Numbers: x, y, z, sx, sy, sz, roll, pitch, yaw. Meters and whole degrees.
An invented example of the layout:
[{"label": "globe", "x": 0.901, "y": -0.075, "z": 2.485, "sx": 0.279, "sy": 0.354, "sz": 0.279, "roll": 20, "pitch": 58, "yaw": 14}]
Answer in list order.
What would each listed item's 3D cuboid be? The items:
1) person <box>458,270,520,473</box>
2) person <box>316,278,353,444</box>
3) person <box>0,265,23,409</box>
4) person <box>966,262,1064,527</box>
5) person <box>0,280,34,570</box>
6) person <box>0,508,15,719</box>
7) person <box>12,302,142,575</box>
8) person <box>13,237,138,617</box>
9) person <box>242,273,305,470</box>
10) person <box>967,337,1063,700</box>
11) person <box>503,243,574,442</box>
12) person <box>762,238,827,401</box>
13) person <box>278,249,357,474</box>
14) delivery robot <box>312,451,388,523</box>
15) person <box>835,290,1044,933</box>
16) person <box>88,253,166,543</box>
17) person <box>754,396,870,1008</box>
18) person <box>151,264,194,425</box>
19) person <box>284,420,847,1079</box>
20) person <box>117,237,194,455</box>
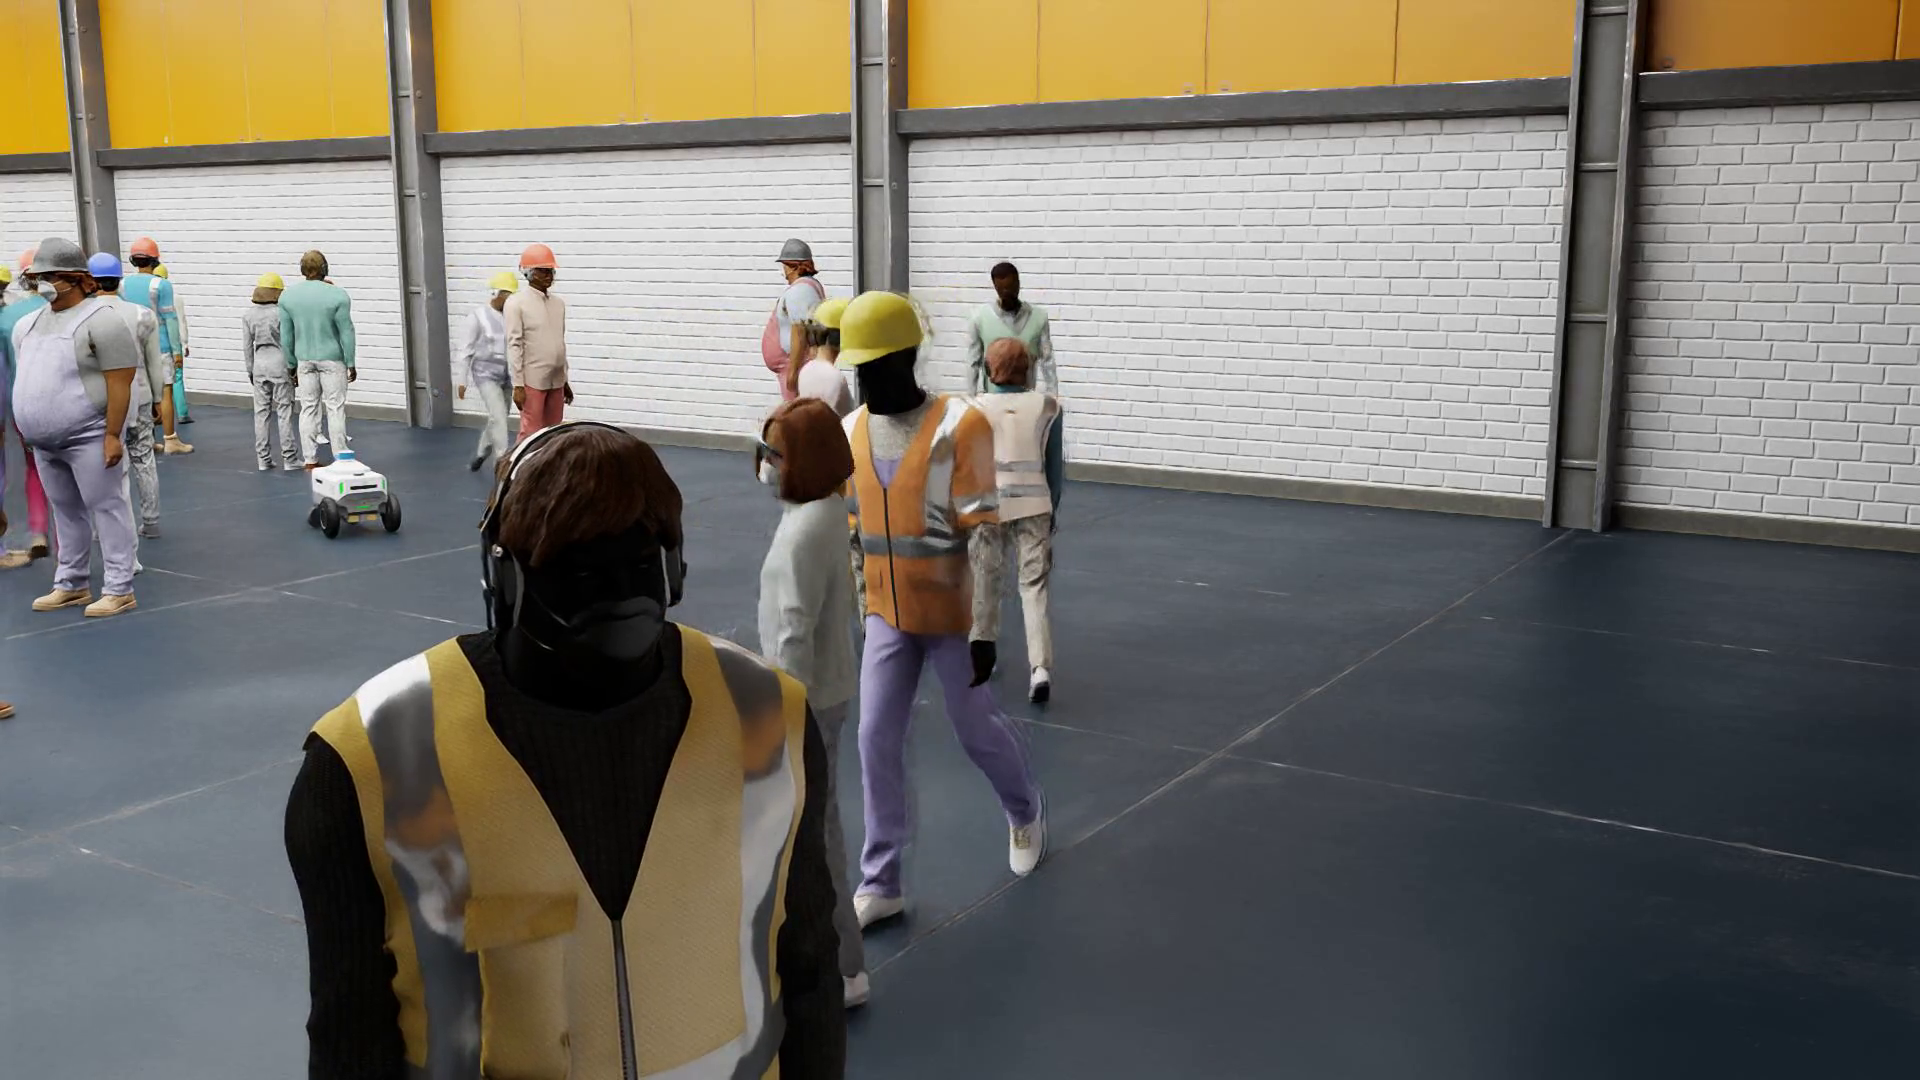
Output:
[{"label": "person", "x": -3.971, "y": -1.395, "z": 14.098, "sx": 0.827, "sy": 1.787, "sz": 0.627, "roll": 8, "pitch": 13, "yaw": 38}, {"label": "person", "x": -6.350, "y": -1.787, "z": 16.634, "sx": 0.307, "sy": 1.644, "sz": 0.514, "roll": 5, "pitch": 11, "yaw": 24}, {"label": "person", "x": -11.598, "y": -2.459, "z": 20.138, "sx": 0.509, "sy": 1.720, "sz": 0.758, "roll": -6, "pitch": 12, "yaw": -31}, {"label": "person", "x": 0.379, "y": -0.950, "z": 11.367, "sx": 0.595, "sy": 1.863, "sz": 0.985, "roll": -5, "pitch": 11, "yaw": -25}, {"label": "person", "x": -5.970, "y": -0.721, "z": 10.214, "sx": 0.358, "sy": 1.835, "sz": 0.516, "roll": -8, "pitch": 13, "yaw": -38}, {"label": "person", "x": -4.230, "y": -0.143, "z": 6.859, "sx": 0.346, "sy": 1.882, "sz": 0.578, "roll": 5, "pitch": 11, "yaw": 24}, {"label": "person", "x": -5.221, "y": -0.701, "z": 9.881, "sx": 0.638, "sy": 1.911, "sz": 0.402, "roll": -6, "pitch": 12, "yaw": -28}, {"label": "person", "x": -4.797, "y": -0.602, "z": 8.968, "sx": 0.679, "sy": 2.000, "sz": 0.537, "roll": 4, "pitch": 11, "yaw": 23}, {"label": "person", "x": -6.054, "y": -1.483, "z": 14.696, "sx": 0.492, "sy": 1.733, "sz": 0.325, "roll": 2, "pitch": 10, "yaw": 9}, {"label": "person", "x": 0.233, "y": -0.106, "z": 7.448, "sx": 0.504, "sy": 1.598, "sz": 0.828, "roll": -1, "pitch": 10, "yaw": -6}, {"label": "person", "x": -3.070, "y": -1.164, "z": 12.196, "sx": 0.372, "sy": 1.997, "sz": 0.622, "roll": 5, "pitch": 11, "yaw": 25}, {"label": "person", "x": -1.367, "y": -1.467, "z": 13.759, "sx": 0.538, "sy": 2.000, "sz": 0.689, "roll": 1, "pitch": 10, "yaw": 8}, {"label": "person", "x": -5.540, "y": -1.536, "z": 14.419, "sx": 0.636, "sy": 1.939, "sz": 0.358, "roll": 0, "pitch": 10, "yaw": 2}, {"label": "delivery robot", "x": -4.259, "y": -0.380, "z": 11.595, "sx": 0.477, "sy": 0.478, "sz": 0.707, "roll": -7, "pitch": 12, "yaw": -35}, {"label": "person", "x": -0.057, "y": 0.188, "z": 5.038, "sx": 0.659, "sy": 1.881, "sz": 0.904, "roll": 7, "pitch": 13, "yaw": 36}, {"label": "person", "x": -5.656, "y": -0.944, "z": 11.152, "sx": 0.611, "sy": 1.940, "sz": 0.417, "roll": -8, "pitch": 13, "yaw": -39}, {"label": "person", "x": -0.373, "y": 0.433, "z": 4.393, "sx": 0.326, "sy": 1.626, "sz": 0.552, "roll": 1, "pitch": 10, "yaw": 6}, {"label": "person", "x": -8.746, "y": -2.144, "z": 18.270, "sx": 0.524, "sy": 1.770, "sz": 0.315, "roll": -2, "pitch": 10, "yaw": -10}, {"label": "person", "x": -0.416, "y": 0.774, "z": 1.935, "sx": 0.619, "sy": 1.836, "sz": 0.430, "roll": -5, "pitch": 11, "yaw": -24}, {"label": "person", "x": -7.596, "y": -1.814, "z": 15.673, "sx": 0.604, "sy": 2.044, "sz": 0.377, "roll": 2, "pitch": 11, "yaw": 13}]
